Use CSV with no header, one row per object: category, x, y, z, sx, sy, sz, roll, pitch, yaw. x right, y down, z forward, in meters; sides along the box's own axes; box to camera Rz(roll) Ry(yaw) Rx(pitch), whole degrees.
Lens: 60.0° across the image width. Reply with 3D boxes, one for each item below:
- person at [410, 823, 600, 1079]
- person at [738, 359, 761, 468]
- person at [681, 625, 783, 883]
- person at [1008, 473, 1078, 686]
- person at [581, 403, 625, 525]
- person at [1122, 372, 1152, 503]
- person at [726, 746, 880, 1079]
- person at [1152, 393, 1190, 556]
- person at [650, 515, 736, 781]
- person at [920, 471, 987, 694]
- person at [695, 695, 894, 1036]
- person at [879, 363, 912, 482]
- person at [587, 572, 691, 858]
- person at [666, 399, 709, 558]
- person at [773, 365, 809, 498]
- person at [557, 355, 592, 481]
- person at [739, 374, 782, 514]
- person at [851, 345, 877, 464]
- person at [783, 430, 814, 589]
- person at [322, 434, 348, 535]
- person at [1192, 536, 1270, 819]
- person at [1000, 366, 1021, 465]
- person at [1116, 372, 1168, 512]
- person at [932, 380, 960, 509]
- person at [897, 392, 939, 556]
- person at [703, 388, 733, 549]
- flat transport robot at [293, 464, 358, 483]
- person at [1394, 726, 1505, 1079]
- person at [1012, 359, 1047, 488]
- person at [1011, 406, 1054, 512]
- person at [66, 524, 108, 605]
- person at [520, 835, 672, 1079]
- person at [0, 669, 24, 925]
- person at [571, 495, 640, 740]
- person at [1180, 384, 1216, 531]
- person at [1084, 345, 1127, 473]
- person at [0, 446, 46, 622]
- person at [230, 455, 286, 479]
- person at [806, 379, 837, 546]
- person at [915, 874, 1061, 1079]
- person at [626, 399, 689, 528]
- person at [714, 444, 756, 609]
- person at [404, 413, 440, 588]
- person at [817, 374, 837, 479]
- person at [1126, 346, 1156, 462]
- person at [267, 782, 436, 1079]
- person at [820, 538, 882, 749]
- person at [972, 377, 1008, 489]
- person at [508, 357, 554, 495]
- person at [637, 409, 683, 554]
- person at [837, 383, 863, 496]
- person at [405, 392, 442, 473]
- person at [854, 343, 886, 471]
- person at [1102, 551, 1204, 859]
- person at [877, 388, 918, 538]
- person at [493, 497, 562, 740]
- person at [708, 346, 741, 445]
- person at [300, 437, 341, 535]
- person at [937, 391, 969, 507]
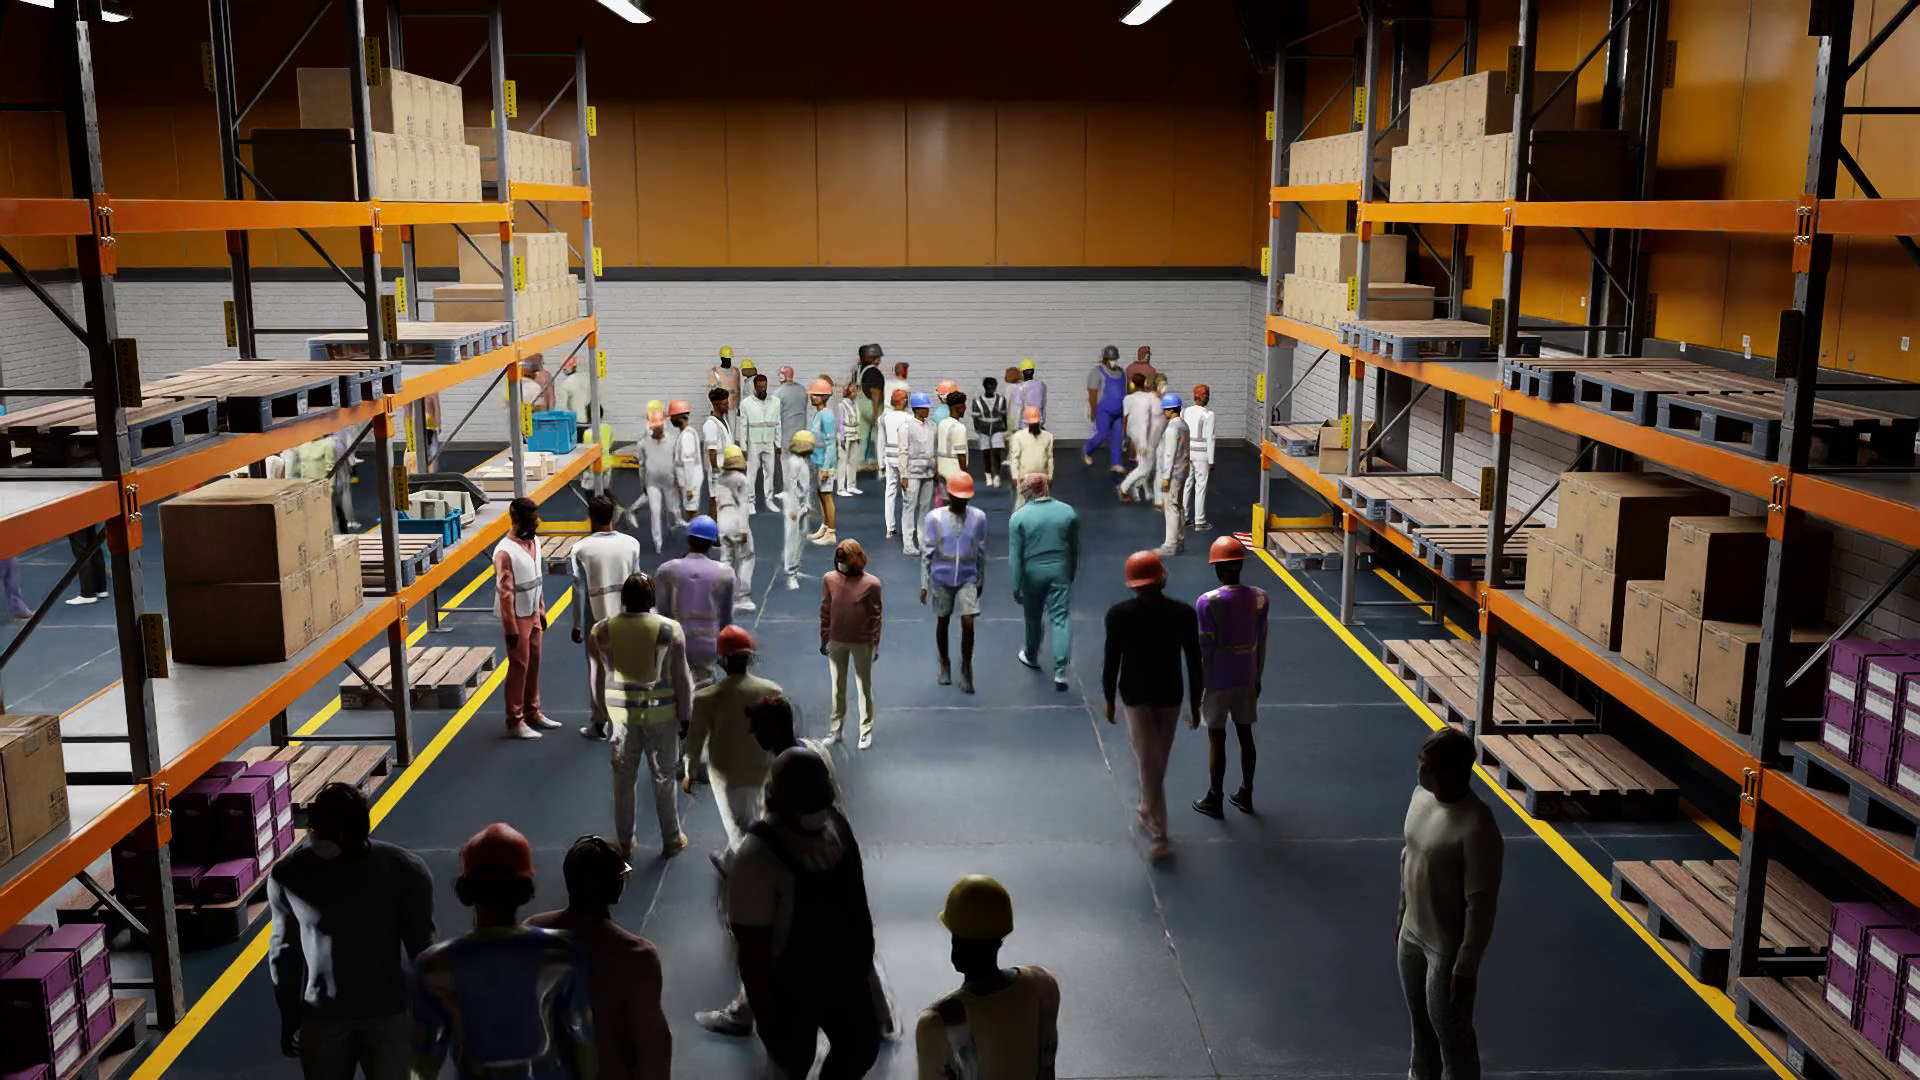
person,-1.535,1.988,5.725,0.711,2.014,0.567,-1,11,-4
person,-3.358,-2.023,26.543,0.321,1.738,0.484,-2,11,-8
person,-1.350,1.340,9.779,0.561,1.696,0.917,-9,14,-37
person,0.729,0.319,14.550,0.663,1.837,1.028,-2,11,-11
person,-4.630,-0.943,21.277,0.562,1.669,0.554,6,13,29
person,2.530,-1.429,23.330,0.612,1.827,0.797,6,13,28
person,-0.618,1.753,6.843,0.547,2.000,0.742,8,14,36
person,2.542,-0.782,19.841,0.419,1.933,0.615,4,12,21
person,-1.957,0.776,12.178,0.625,1.885,0.842,0,11,-2
person,-0.052,0.358,14.152,0.588,1.902,0.777,-1,11,-6
person,-0.791,1.619,8.174,1.009,1.778,0.639,3,12,14
person,-0.900,-1.794,25.243,0.595,1.793,0.959,10,15,41
person,-2.016,1.110,10.568,0.634,1.841,0.429,0,11,-1
person,-3.169,-0.678,19.347,0.460,1.920,0.580,-1,11,-7
person,-2.446,-1.544,23.767,0.401,1.895,0.664,9,14,38
person,-5.750,-1.804,24.919,0.903,1.940,0.641,6,13,26
person,-2.707,-1.298,22.508,0.608,1.905,0.407,-7,13,-32
person,-1.557,-2.193,26.938,0.392,1.919,0.590,-8,14,-35
person,-1.775,-0.341,18.213,0.329,1.700,0.640,1,11,6
person,-7.563,-0.677,19.957,0.434,1.674,0.536,-3,12,-15
person,1.807,0.927,11.266,0.542,1.929,0.368,-4,12,-21
person,0.898,-1.960,26.546,0.665,1.619,0.510,8,14,36
person,2.567,-1.350,22.748,0.812,1.912,0.644,11,15,43
person,-0.171,-1.010,20.809,0.375,1.995,0.611,1,11,5
person,-0.488,-0.793,19.842,0.391,1.946,0.615,10,15,42
person,-2.916,-0.875,20.206,0.367,1.966,0.606,1,11,4
flat transport robot,-9.723,-1.009,25.146,0.652,0.197,1.431,-10,15,-42
person,2.071,1.735,7.190,0.372,1.940,0.632,-3,12,-14
person,1.013,-1.703,24.478,0.584,1.919,0.382,-8,14,-35
person,0.896,-0.824,20.614,0.567,1.712,0.867,-3,12,-13
person,-9.212,-0.285,17.345,0.382,1.924,0.594,1,11,3
person,-1.297,1.984,5.940,0.633,1.938,0.356,5,12,25
person,-5.548,1.280,9.214,0.536,2.000,0.688,7,13,32
person,-2.735,0.605,12.949,0.595,1.908,0.392,-11,15,-42
person,3.053,-1.063,21.389,0.354,1.876,0.574,-9,14,-37
person,2.309,-2.081,26.068,0.688,2.000,0.724,-8,14,-34
person,-9.586,-0.100,16.328,0.814,1.969,0.647,-7,13,-31
person,-7.279,-0.236,17.338,0.560,1.836,0.388,-10,15,-42
person,-1.700,-0.953,20.392,0.359,2.047,0.615,-3,12,-15
person,0.071,2.053,5.620,0.585,1.928,0.370,-9,15,-39
person,-3.904,-0.981,21.416,0.724,1.698,0.488,2,12,11
person,-2.336,-0.122,17.077,0.515,1.695,0.507,7,13,32
person,-5.847,-0.432,18.122,0.409,1.918,0.584,-3,12,-16
person,-2.100,-1.722,25.326,0.502,1.611,0.546,2,12,12
person,2.973,-2.193,26.971,0.407,1.905,0.655,-9,15,-39
person,-2.371,1.864,6.551,0.629,1.937,0.379,-1,11,-7
person,-0.839,0.787,12.709,0.497,1.633,0.278,4,12,18
person,0.453,-1.573,24.484,0.541,1.640,0.812,-1,11,-3
person,-6.140,-1.623,23.772,0.707,2.000,0.621,8,14,35
person,-3.606,-0.733,20.077,0.556,1.732,0.667,-2,11,-11
person,-1.596,-1.449,23.938,0.313,1.633,0.520,6,13,28
person,-8.101,-1.753,25.170,0.545,1.733,0.813,-2,11,-8
person,-1.338,-2.089,26.107,0.690,2.000,0.698,-7,13,-33
person,1.253,1.040,10.663,0.605,1.931,0.896,-1,11,-7
person,-0.748,-0.952,20.795,0.573,1.887,0.355,4,12,21
person,-3.408,0.606,12.944,0.412,1.907,0.595,2,11,10
person,-3.778,-2.182,26.890,0.592,1.918,0.400,-9,14,-38
person,-7.496,-0.618,19.446,0.525,1.760,0.332,5,13,25
person,-0.082,-0.809,19.879,0.364,1.961,0.635,-5,12,-23
